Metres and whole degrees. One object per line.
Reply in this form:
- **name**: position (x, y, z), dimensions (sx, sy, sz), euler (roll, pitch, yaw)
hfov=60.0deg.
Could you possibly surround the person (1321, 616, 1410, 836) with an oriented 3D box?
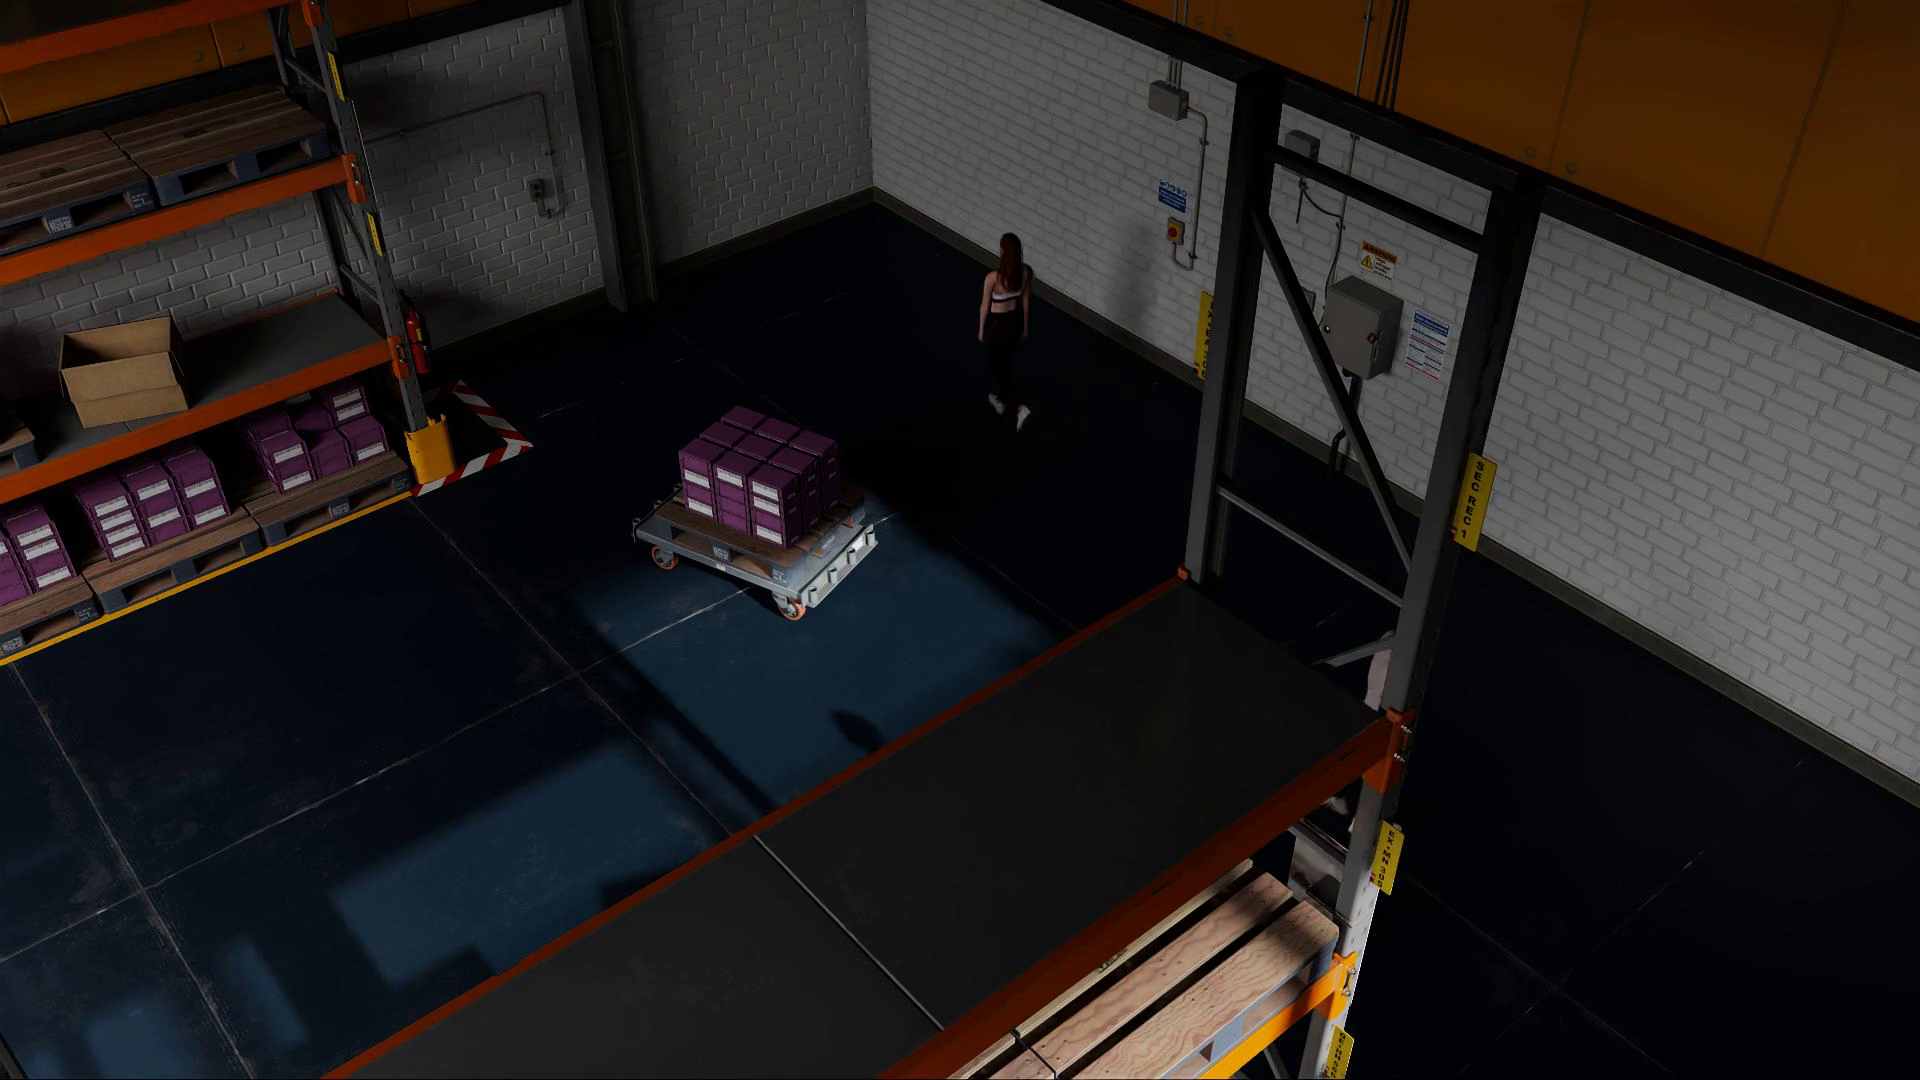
- **person**: position (2.465, 1.112, 9.960), dimensions (0.975, 1.840, 0.909), euler (0, 39, 0)

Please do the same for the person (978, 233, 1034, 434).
- **person**: position (0.402, -1.657, 13.520), dimensions (0.993, 1.724, 0.788), euler (-17, 42, -21)
